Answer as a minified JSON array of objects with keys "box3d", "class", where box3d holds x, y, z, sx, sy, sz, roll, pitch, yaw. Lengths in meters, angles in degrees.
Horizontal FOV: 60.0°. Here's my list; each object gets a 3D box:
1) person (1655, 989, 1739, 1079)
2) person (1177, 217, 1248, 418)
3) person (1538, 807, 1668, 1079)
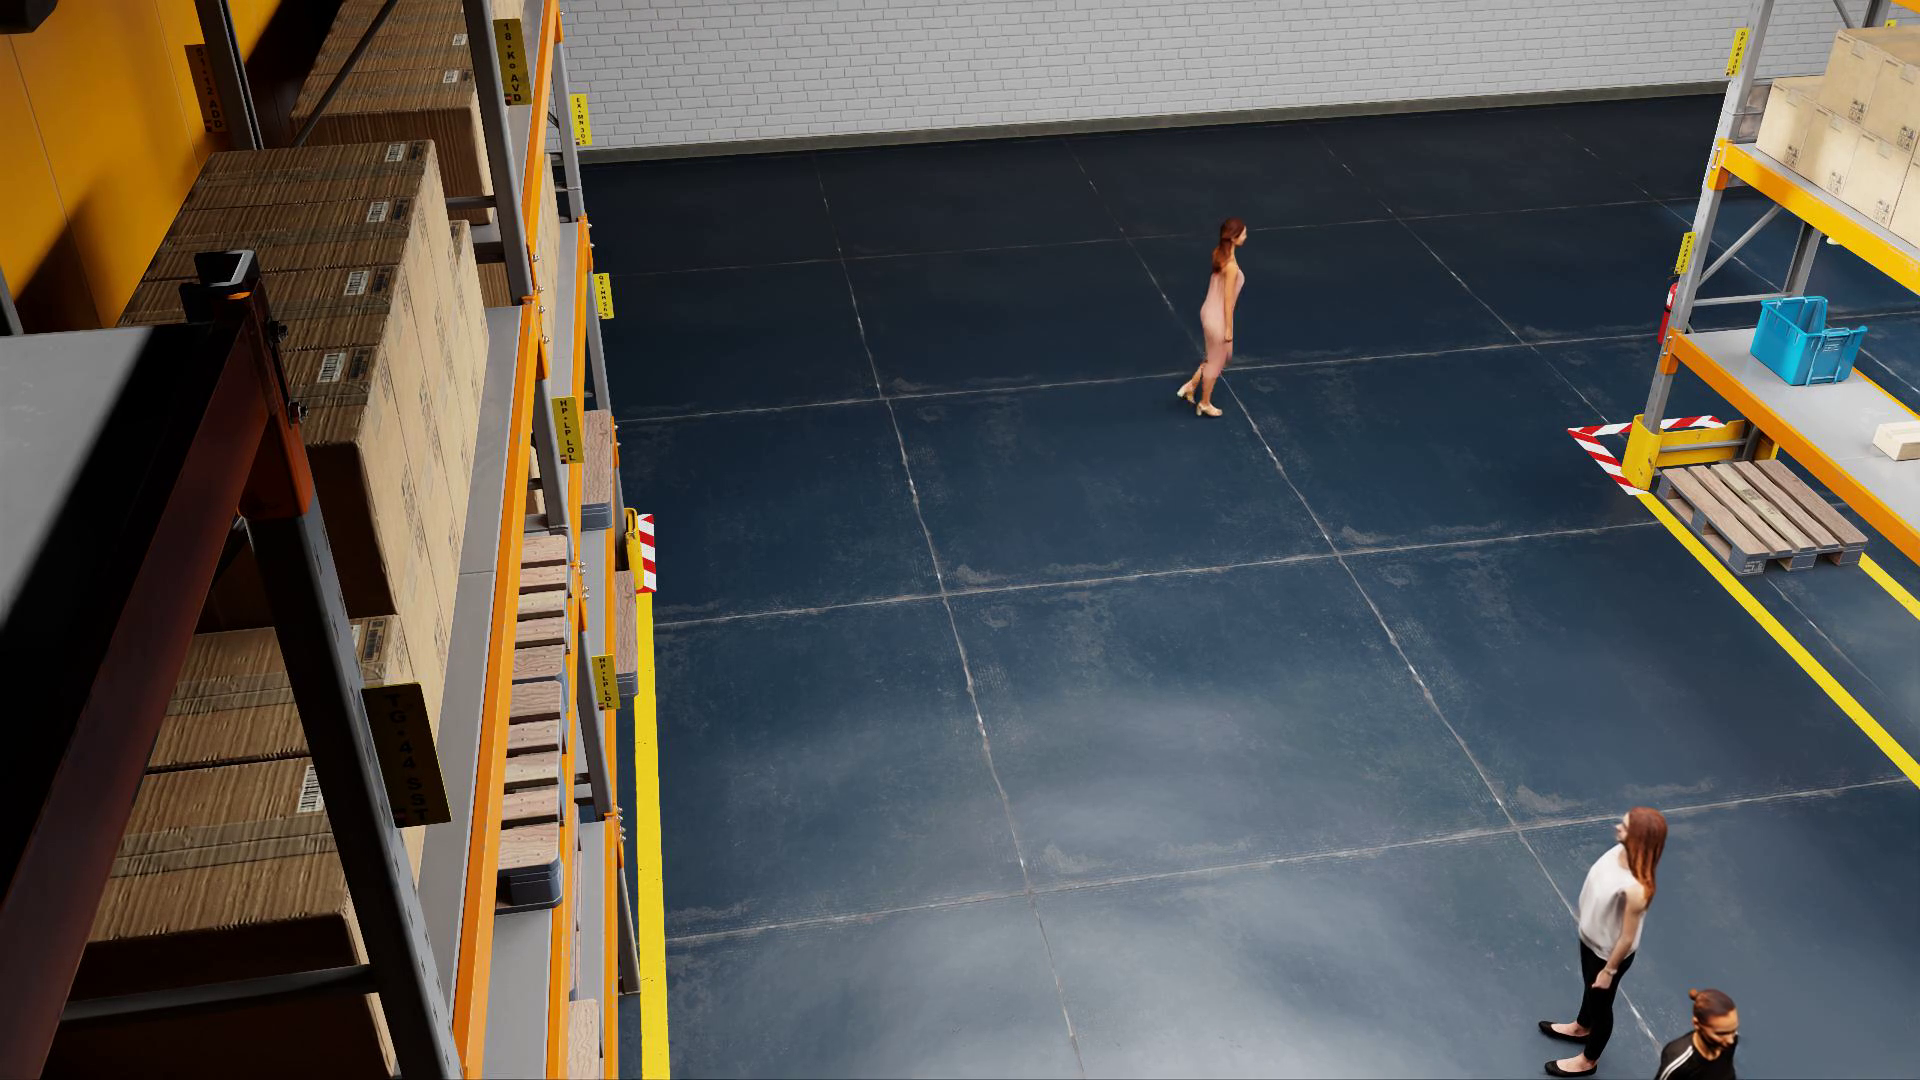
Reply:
[{"box3d":[3.129,2.550,7.308,0.633,1.671,0.602,-15,37,-22],"class":"person"},{"box3d":[2.026,-1.805,13.728,0.678,1.816,0.635,-4,34,-6],"class":"person"},{"box3d":[3.186,1.963,8.145,0.703,1.721,0.566,7,34,11],"class":"person"}]
